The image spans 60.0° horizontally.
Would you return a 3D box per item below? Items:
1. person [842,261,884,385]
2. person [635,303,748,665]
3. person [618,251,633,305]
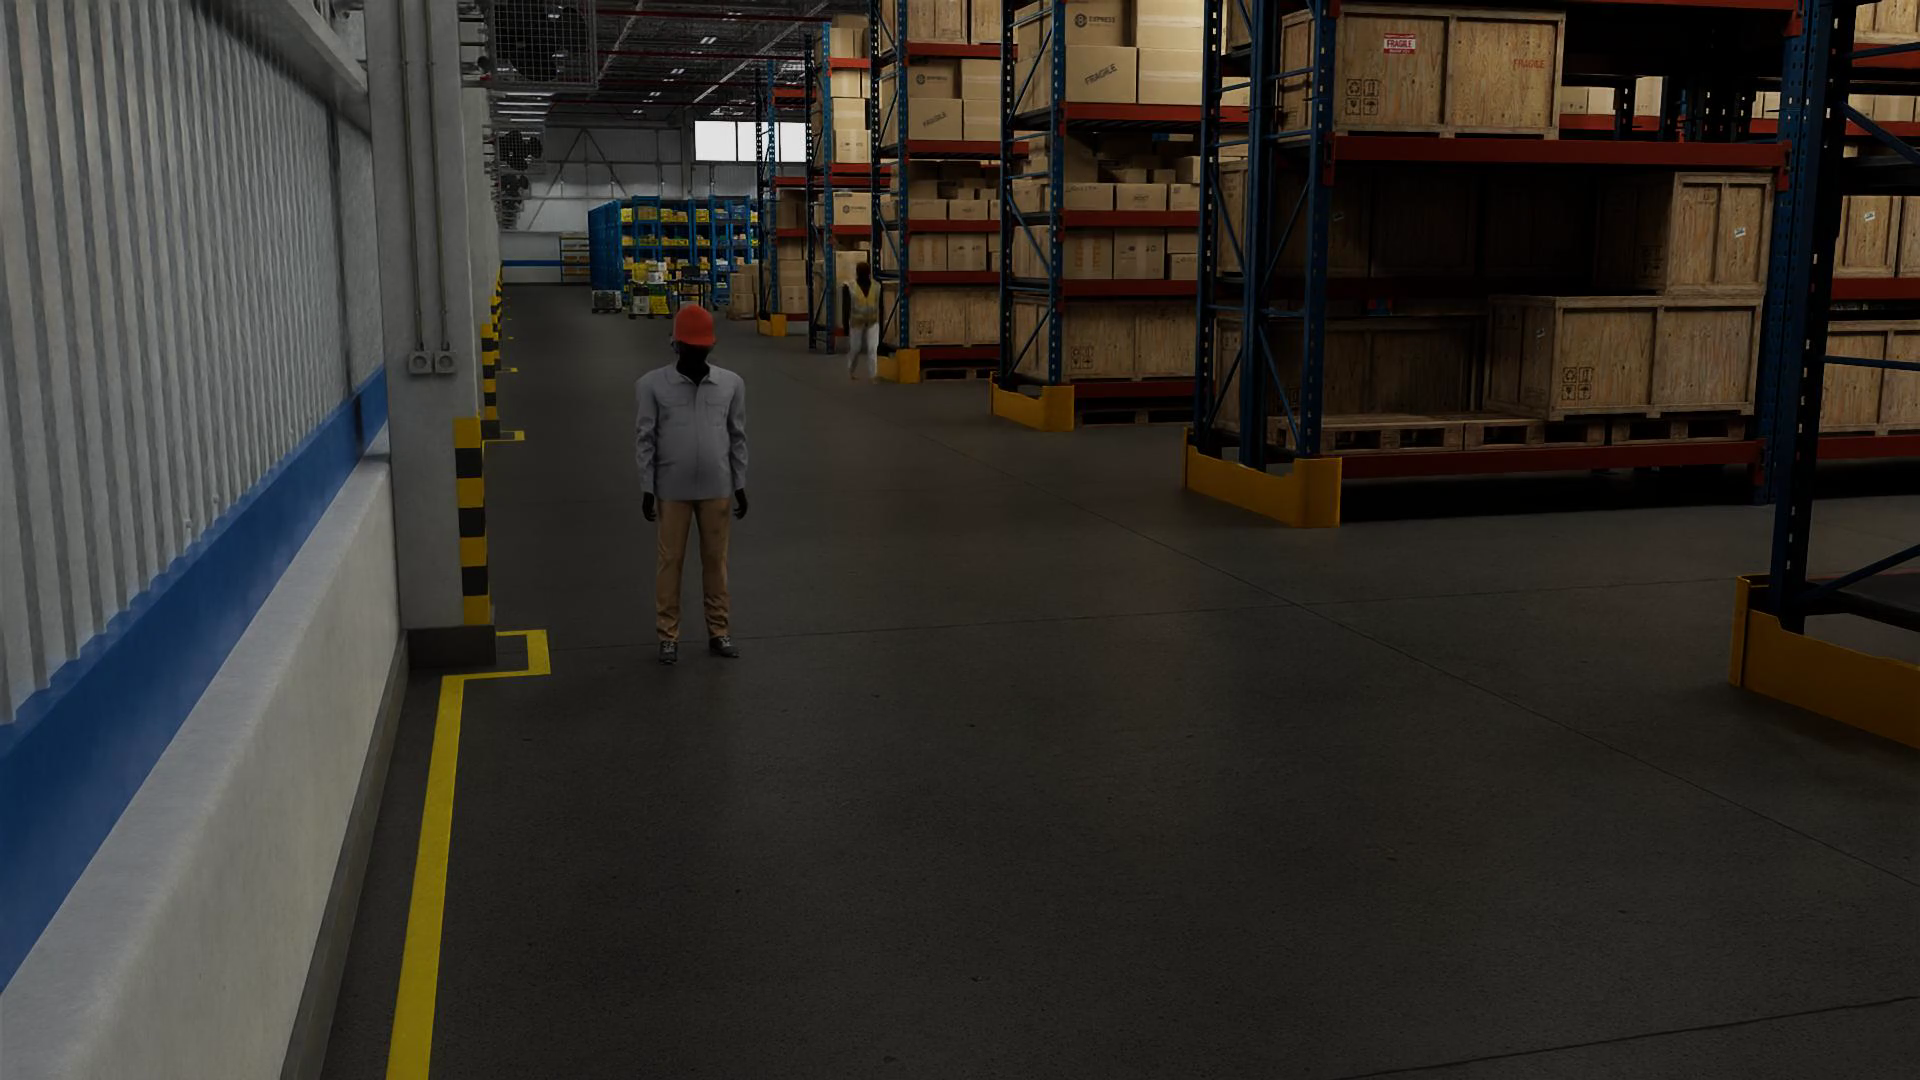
[{"bbox_3d":[-1.437,-3.192,24.476,0.635,1.823,0.737,-3,10,-16],"label":"person"},{"bbox_3d":[-1.298,-0.274,8.120,0.560,1.749,0.329,-4,11,-23],"label":"person"},{"bbox_3d":[-11.556,-9.045,57.505,0.568,1.849,0.386,-7,12,-35],"label":"person"}]
